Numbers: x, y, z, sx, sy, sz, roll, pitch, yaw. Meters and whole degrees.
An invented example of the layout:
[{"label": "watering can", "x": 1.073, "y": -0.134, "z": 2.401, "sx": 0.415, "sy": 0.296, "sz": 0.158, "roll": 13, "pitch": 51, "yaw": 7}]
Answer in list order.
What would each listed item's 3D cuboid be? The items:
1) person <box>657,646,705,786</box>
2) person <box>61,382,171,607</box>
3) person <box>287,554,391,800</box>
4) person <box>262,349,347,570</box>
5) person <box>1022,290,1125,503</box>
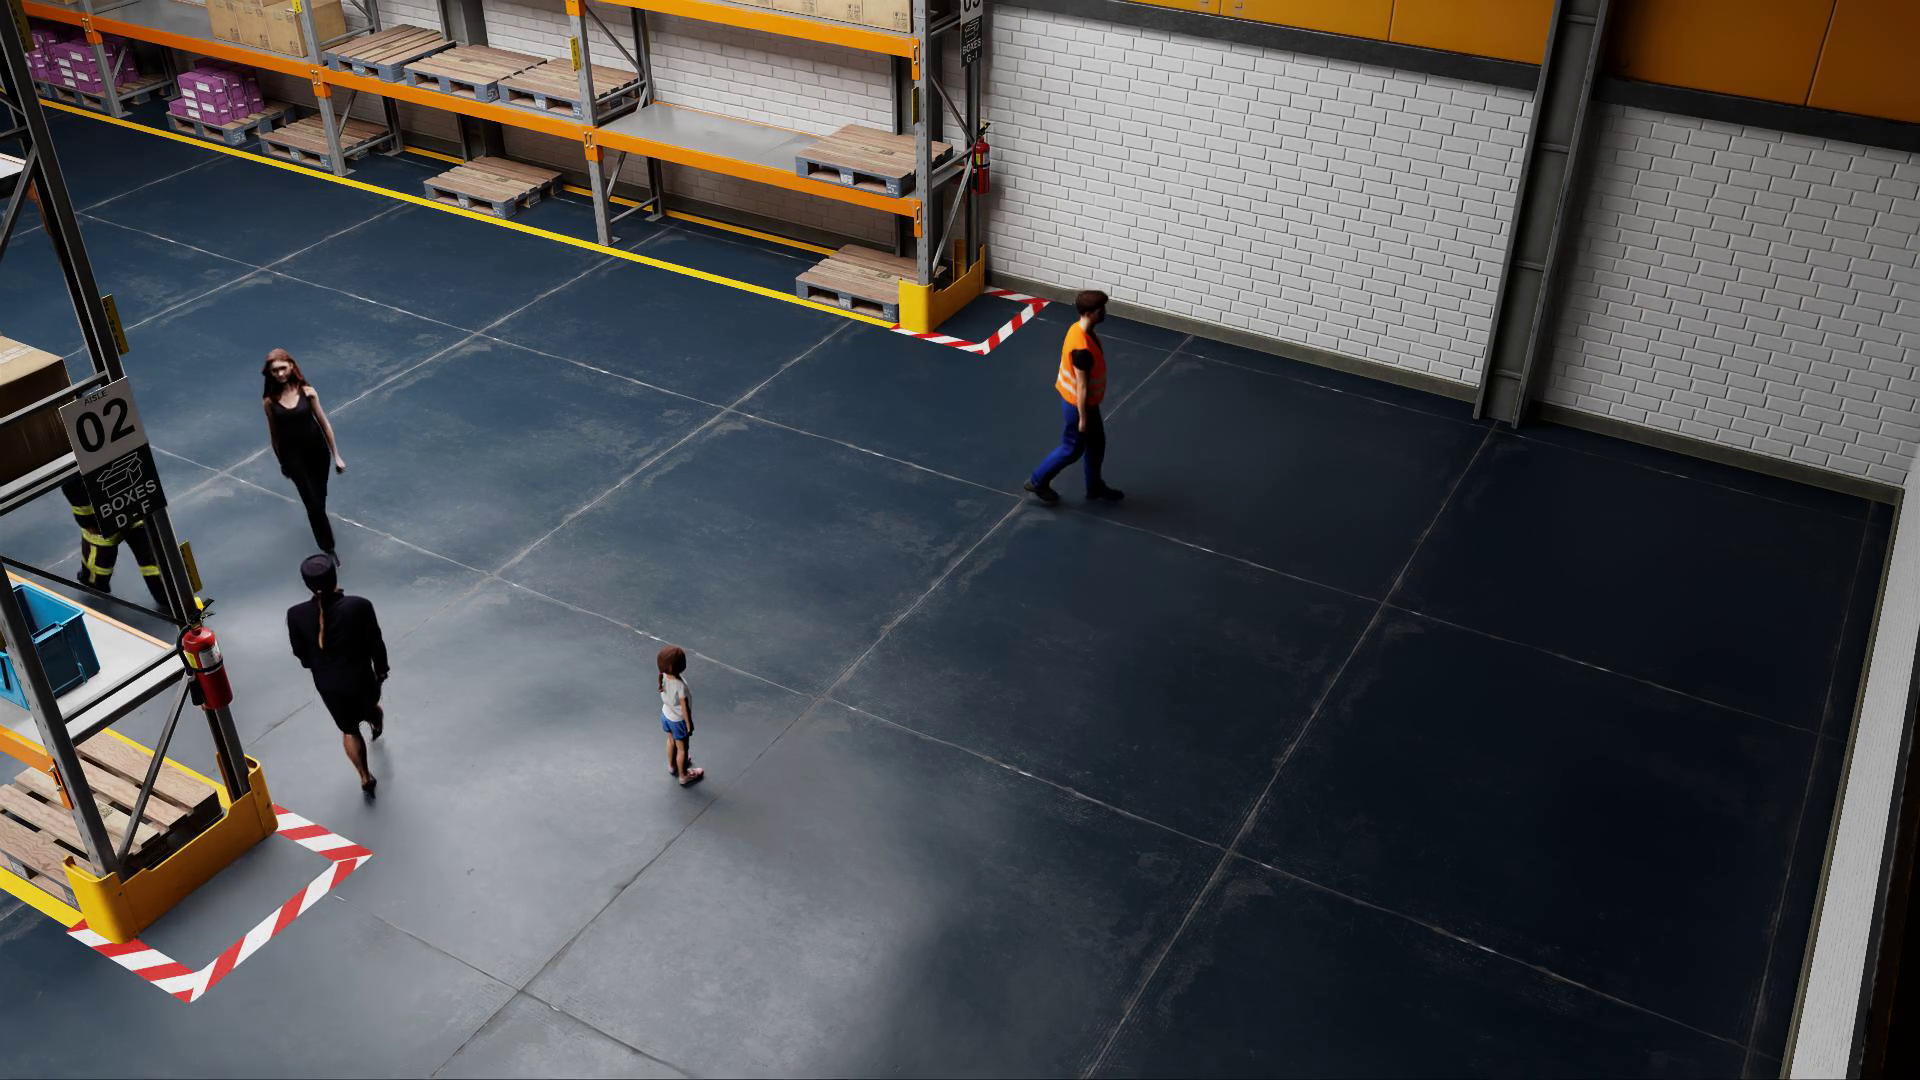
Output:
[{"label": "person", "x": -1.794, "y": 1.092, "z": 10.494, "sx": 0.525, "sy": 1.019, "sz": 0.428, "roll": -23, "pitch": 40, "yaw": -31}, {"label": "person", "x": -5.994, "y": -0.273, "z": 11.819, "sx": 1.120, "sy": 1.825, "sz": 0.775, "roll": 20, "pitch": 38, "yaw": 27}, {"label": "person", "x": -3.785, "y": 0.896, "z": 10.225, "sx": 1.056, "sy": 1.642, "sz": 1.135, "roll": -11, "pitch": 35, "yaw": -16}, {"label": "person", "x": -4.946, "y": -0.690, "z": 12.557, "sx": 0.954, "sy": 1.703, "sz": 1.212, "roll": -19, "pitch": 38, "yaw": -26}, {"label": "person", "x": 0.869, "y": -1.081, "z": 13.003, "sx": 1.173, "sy": 1.859, "sz": 0.972, "roll": 2, "pitch": 34, "yaw": 3}]
